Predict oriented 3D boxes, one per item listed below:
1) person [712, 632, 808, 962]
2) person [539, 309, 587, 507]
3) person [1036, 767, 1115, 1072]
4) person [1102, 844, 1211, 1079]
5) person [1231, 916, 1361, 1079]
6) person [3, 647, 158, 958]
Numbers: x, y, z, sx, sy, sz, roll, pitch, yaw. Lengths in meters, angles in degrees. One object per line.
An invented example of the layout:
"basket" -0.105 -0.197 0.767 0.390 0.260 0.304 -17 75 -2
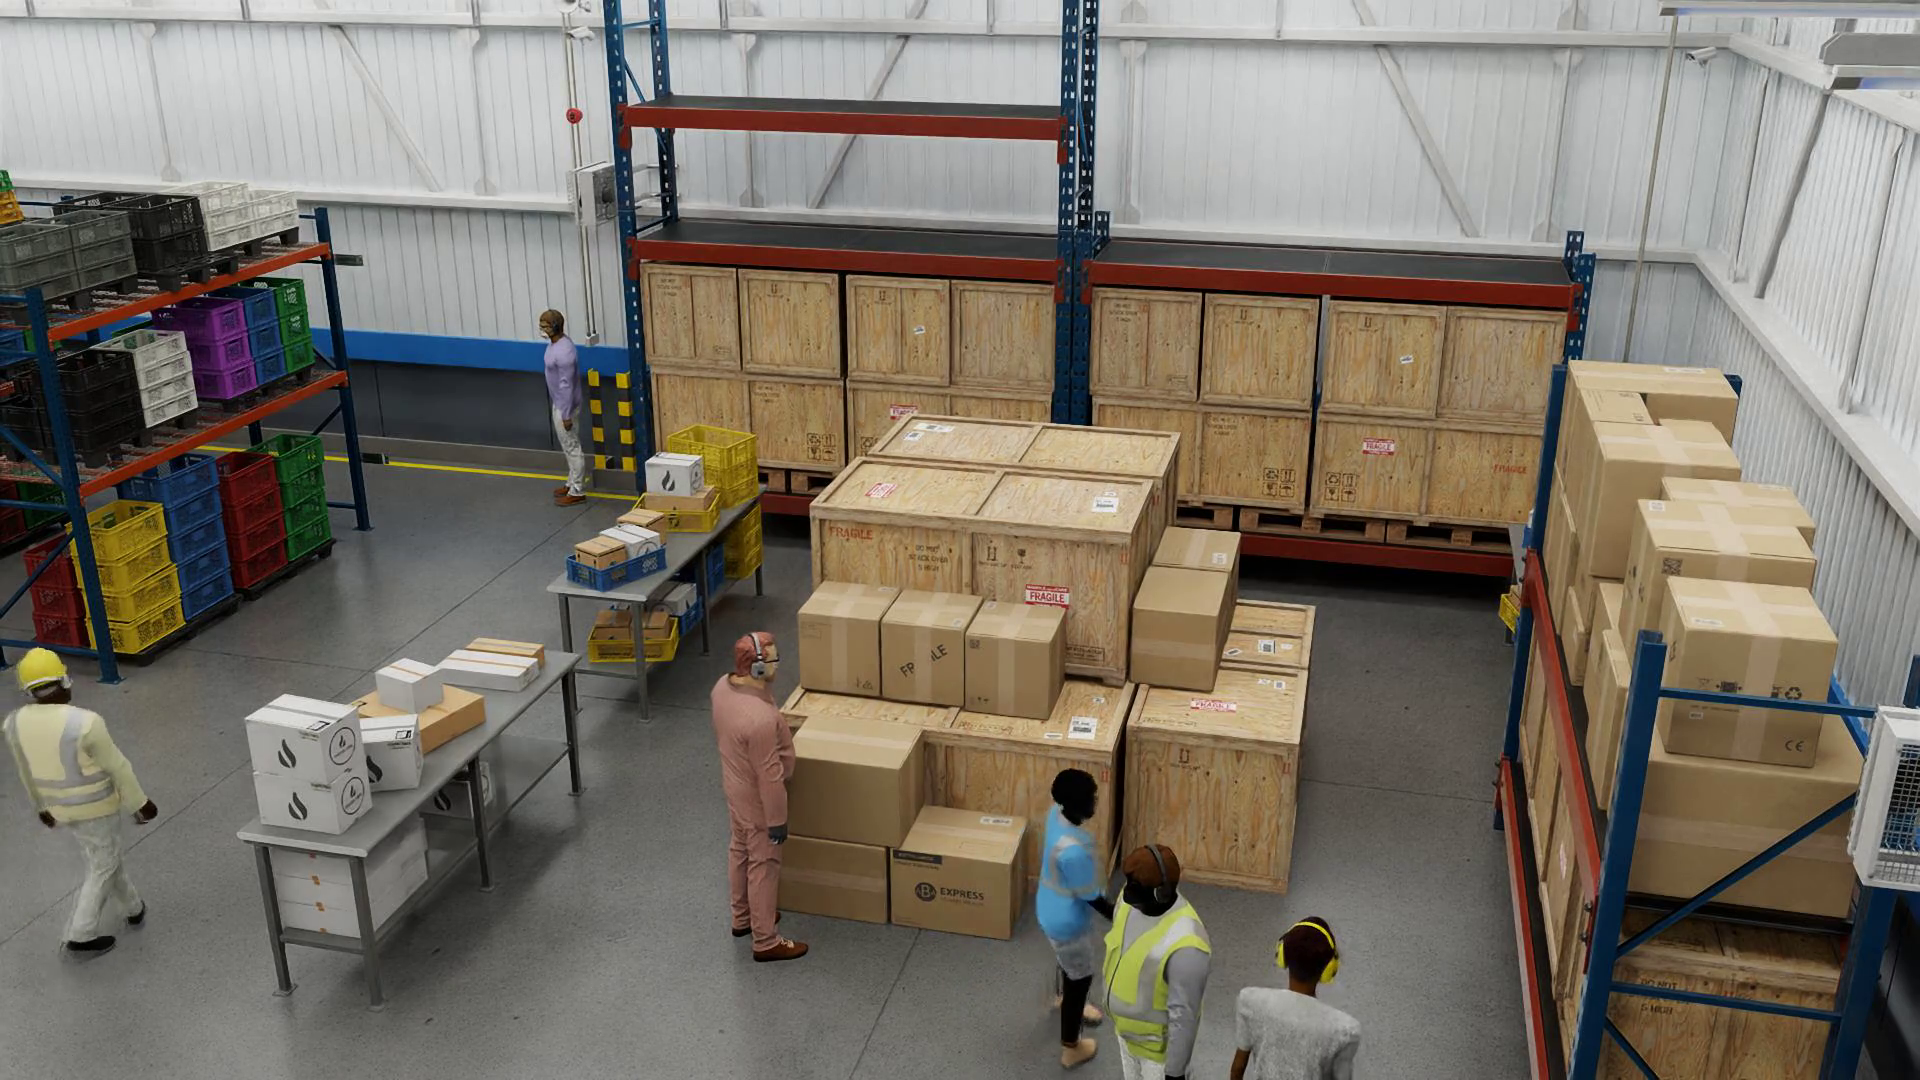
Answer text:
"person" -1.088 1.388 9.106 0.404 1.904 0.651 -11 24 -27
"person" -3.825 -1.288 16.074 0.375 1.933 0.625 -7 22 -18
"person" 0.608 1.835 8.277 0.470 1.658 0.619 -1 21 -2
"person" 0.832 2.133 7.264 0.431 1.835 0.624 -8 22 -19
"person" 1.317 2.346 6.674 0.516 1.856 0.331 10 23 24
"person" -4.813 1.438 9.130 0.658 1.792 0.632 7 22 17
